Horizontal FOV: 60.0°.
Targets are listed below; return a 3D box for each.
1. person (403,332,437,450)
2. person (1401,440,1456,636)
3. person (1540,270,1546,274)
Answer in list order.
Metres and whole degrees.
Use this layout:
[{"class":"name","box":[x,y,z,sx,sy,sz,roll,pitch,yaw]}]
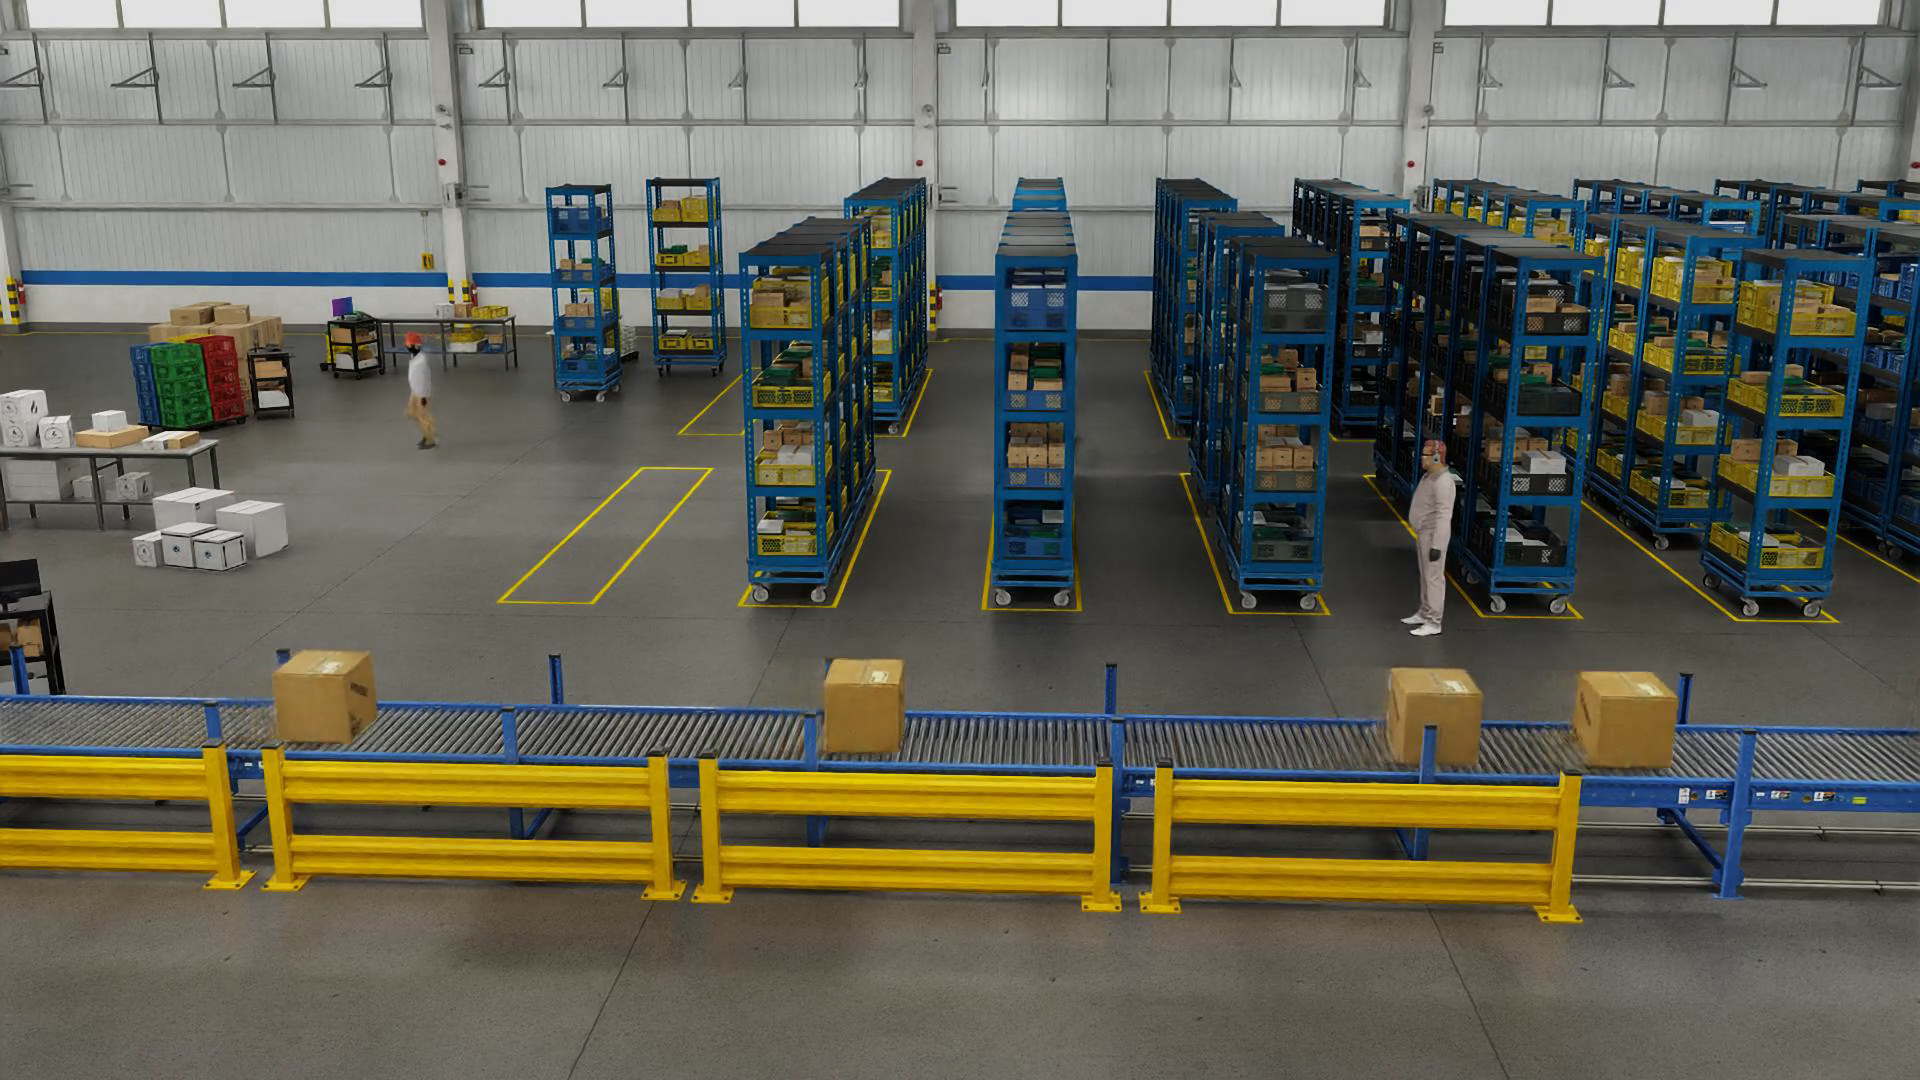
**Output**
[{"class":"person","box":[-7.903,-2.176,24.313,0.417,1.734,0.585,-9,18,-31]},{"class":"person","box":[4.517,-0.027,16.024,0.402,1.911,0.639,1,15,5]},{"class":"person","box":[11.636,-4.534,32.953,0.885,1.800,0.595,-2,15,-6]}]
